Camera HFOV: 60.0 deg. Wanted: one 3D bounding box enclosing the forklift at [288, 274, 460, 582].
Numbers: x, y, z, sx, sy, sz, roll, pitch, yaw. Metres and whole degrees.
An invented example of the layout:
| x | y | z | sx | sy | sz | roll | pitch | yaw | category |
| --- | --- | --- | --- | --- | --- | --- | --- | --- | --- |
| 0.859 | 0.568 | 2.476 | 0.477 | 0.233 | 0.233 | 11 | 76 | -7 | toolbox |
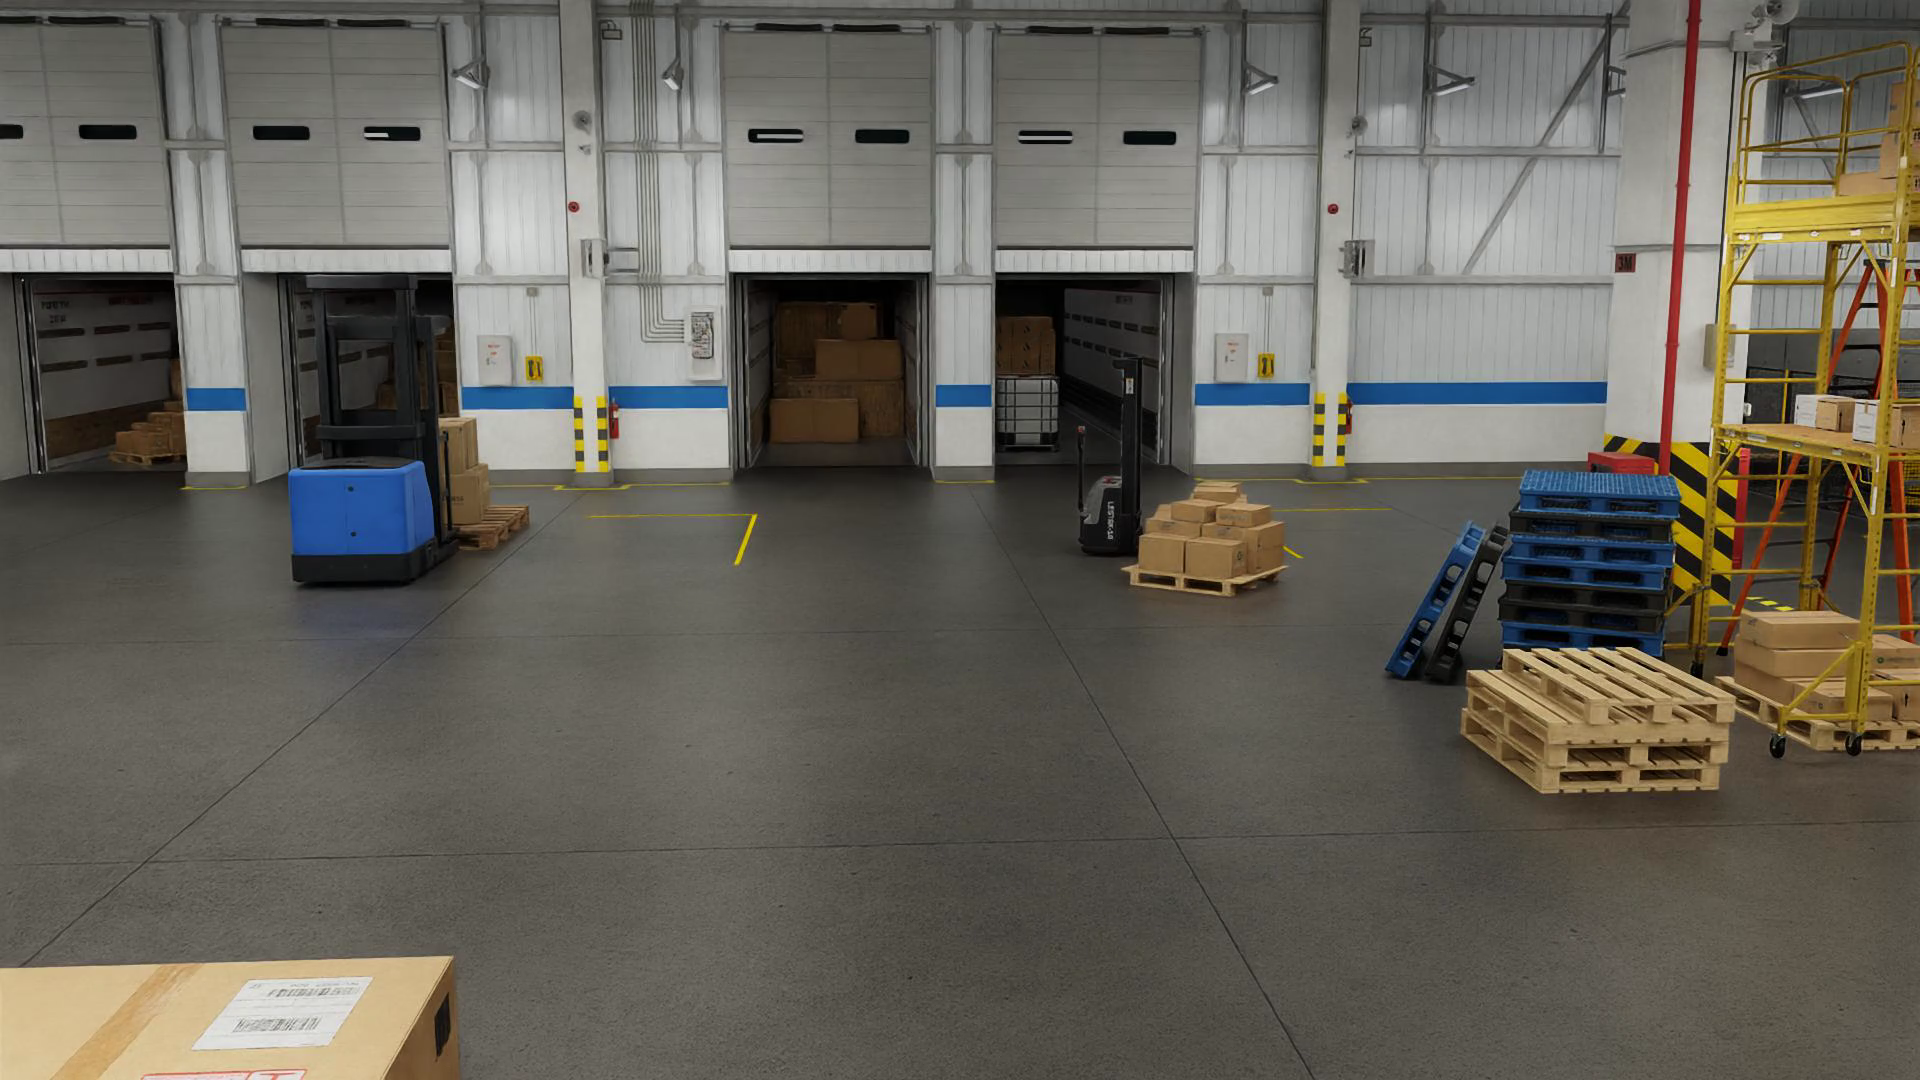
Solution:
| x | y | z | sx | sy | sz | roll | pitch | yaw | category |
| --- | --- | --- | --- | --- | --- | --- | --- | --- | --- |
| -5.554 | -1.101 | 15.662 | 1.129 | 2.768 | 1.873 | -1 | 9 | -4 | forklift |

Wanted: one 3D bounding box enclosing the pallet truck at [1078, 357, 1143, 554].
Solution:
| x | y | z | sx | sy | sz | roll | pitch | yaw | category |
| --- | --- | --- | --- | --- | --- | --- | --- | --- | --- |
| 2.088 | -0.836 | 16.757 | 1.885 | 1.965 | 0.823 | 2 | 9 | 13 | pallet truck |
